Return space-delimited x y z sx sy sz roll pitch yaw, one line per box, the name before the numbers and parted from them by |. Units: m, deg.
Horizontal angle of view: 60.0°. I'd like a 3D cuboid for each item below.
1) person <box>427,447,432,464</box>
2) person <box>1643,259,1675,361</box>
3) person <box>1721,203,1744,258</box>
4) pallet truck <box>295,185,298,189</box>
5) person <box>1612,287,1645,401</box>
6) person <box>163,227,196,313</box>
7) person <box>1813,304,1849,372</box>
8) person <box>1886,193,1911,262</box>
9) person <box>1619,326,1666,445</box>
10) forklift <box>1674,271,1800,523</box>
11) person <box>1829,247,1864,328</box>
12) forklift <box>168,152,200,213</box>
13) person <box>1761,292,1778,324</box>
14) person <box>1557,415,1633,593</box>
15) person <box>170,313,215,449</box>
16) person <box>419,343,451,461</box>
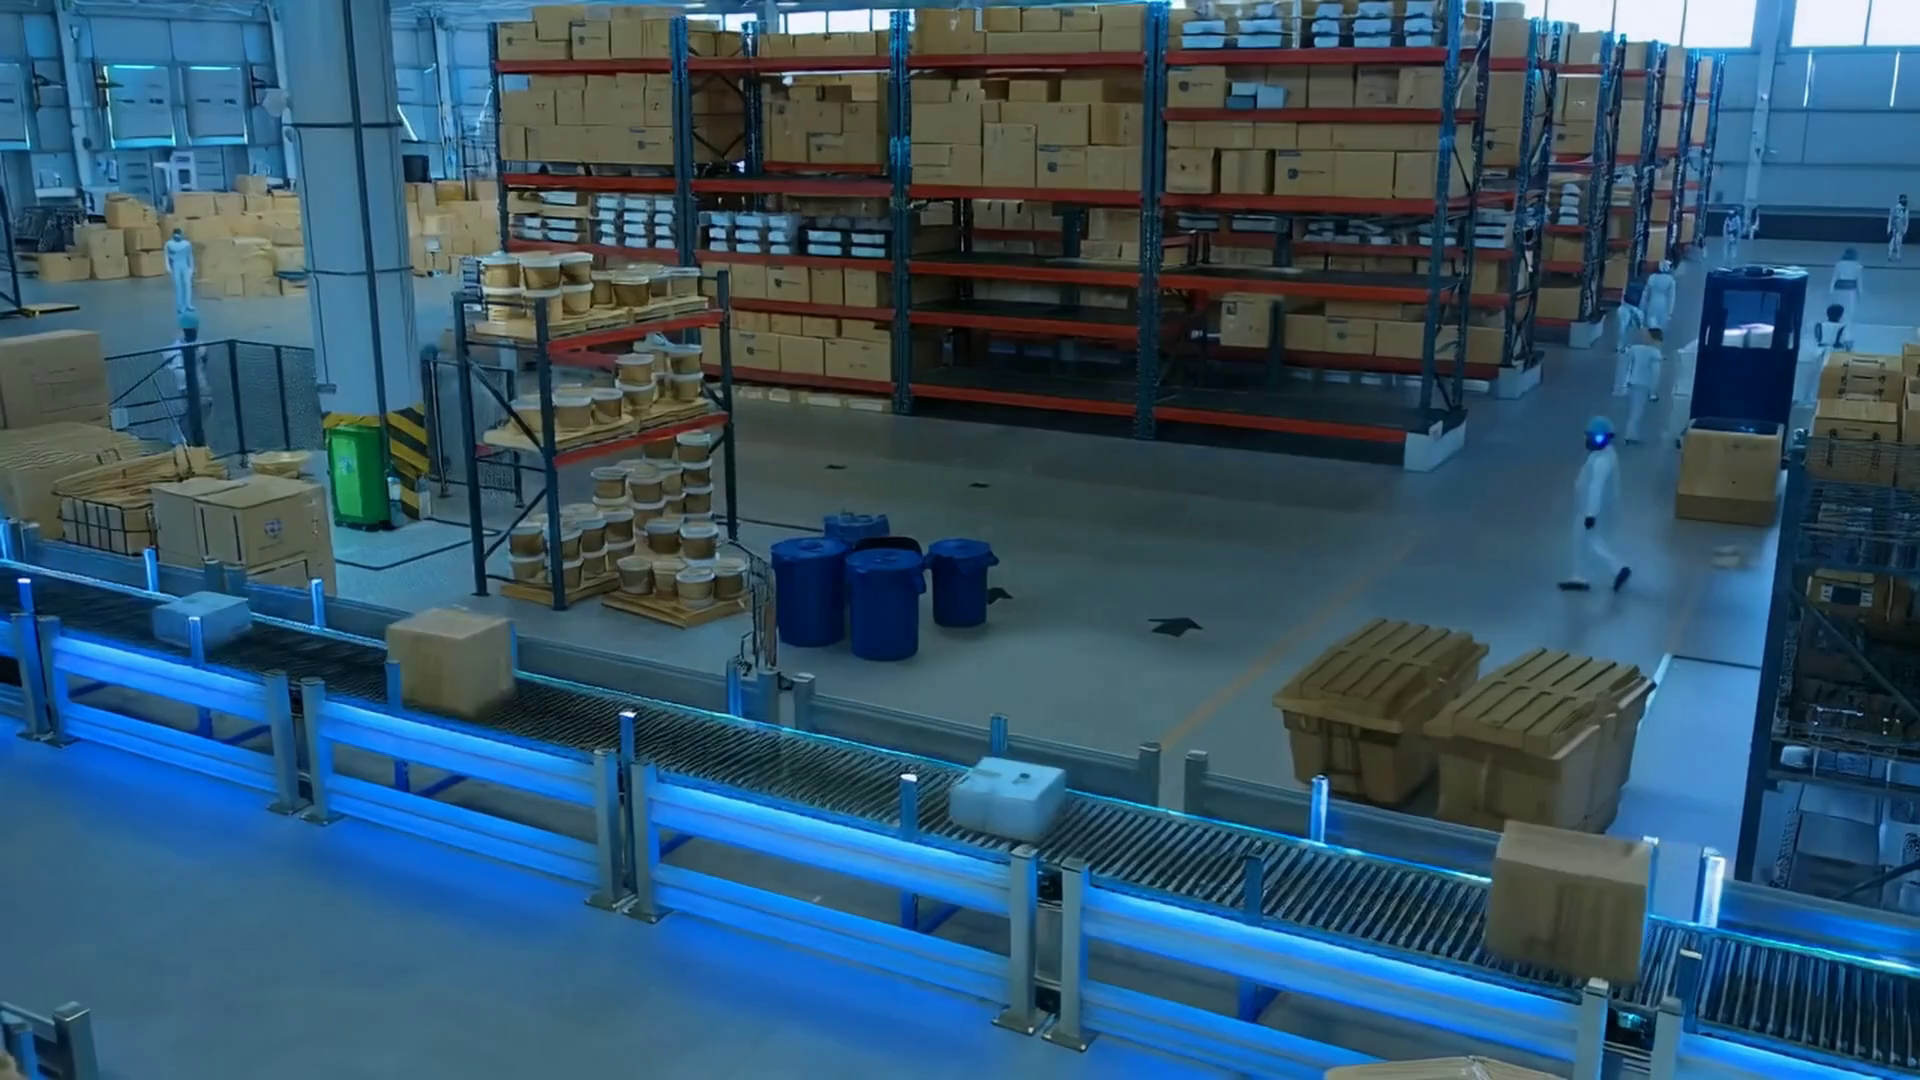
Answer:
person | -7.393 -1.827 21.831 0.733 1.917 0.549 4 16 16
person | 13.109 -4.298 31.149 0.399 1.900 0.647 -6 16 -23
person | 23.948 -9.594 51.493 0.567 1.657 0.661 9 17 29
pallet truck | -26.804 -14.617 69.738 1.885 1.965 0.823 -14 20 -42
person | 10.915 -3.198 27.111 0.429 1.842 0.636 13 19 39
person | -17.912 -6.198 38.200 0.636 1.939 0.362 -14 20 -42
person | 13.717 -2.893 26.300 0.787 1.665 0.532 -10 18 -34
person | 28.299 -9.427 50.141 0.379 2.041 0.616 -11 18 -35
person | 9.679 -2.179 23.502 0.580 1.712 0.563 -6 16 -20
forklift | 9.269 -1.763 19.726 1.129 2.768 1.873 8 17 27
person | 18.357 -5.136 34.445 0.650 1.813 0.605 9 18 31
forklift | -28.984 -13.085 62.291 1.873 2.768 1.129 8 17 28
person | 14.642 -3.909 30.181 0.498 1.634 0.284 -14 21 -43
person | 6.311 -0.328 16.376 0.598 1.814 0.607 5 16 18
person | -10.677 -2.204 23.204 0.449 1.927 0.595 7 17 26
person | -7.198 -1.876 22.566 0.463 1.620 0.503 2 15 7
